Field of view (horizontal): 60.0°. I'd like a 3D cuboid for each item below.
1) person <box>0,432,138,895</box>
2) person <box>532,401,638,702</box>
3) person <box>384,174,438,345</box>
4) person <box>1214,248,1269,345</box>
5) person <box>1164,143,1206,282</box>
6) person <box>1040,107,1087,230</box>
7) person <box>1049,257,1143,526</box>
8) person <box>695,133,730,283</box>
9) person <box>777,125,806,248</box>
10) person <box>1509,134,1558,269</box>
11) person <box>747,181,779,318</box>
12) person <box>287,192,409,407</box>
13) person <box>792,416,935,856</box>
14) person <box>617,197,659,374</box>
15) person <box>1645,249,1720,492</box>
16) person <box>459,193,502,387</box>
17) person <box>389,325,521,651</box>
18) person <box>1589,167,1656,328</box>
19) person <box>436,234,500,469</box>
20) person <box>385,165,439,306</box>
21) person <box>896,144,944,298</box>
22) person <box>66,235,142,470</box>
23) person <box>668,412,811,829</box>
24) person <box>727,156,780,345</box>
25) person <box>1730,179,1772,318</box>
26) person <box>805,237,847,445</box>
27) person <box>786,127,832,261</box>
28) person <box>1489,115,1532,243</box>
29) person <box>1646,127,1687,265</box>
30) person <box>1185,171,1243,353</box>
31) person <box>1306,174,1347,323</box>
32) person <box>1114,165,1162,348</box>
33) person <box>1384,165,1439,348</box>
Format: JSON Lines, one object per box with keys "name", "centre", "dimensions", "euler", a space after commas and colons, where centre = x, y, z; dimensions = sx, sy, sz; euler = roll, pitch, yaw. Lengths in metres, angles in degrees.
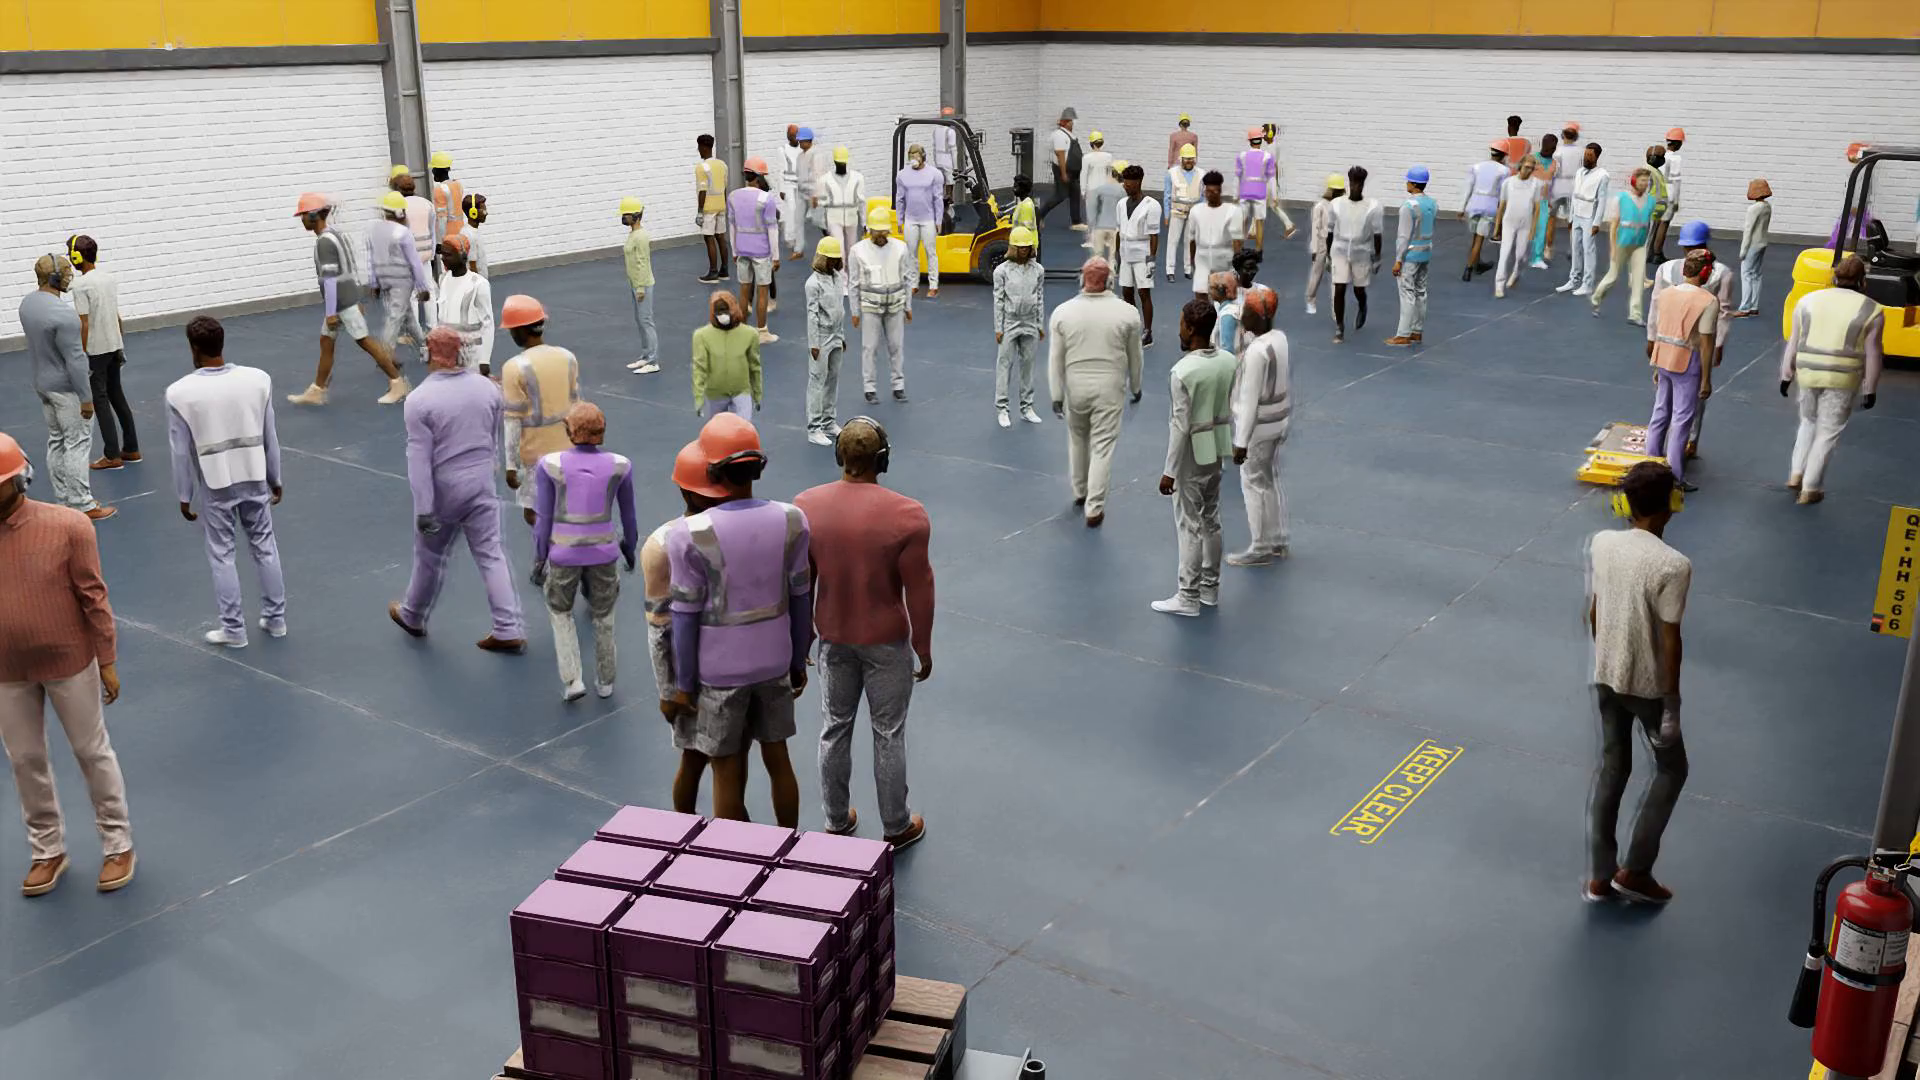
{"name": "person", "centre": [-3.763, 0.506, 6.772], "dimensions": [0.630, 1.980, 0.410], "euler": [-4, 18, -11]}
{"name": "person", "centre": [-1.941, 0.091, 8.635], "dimensions": [0.569, 1.625, 0.505], "euler": [-7, 19, -20]}
{"name": "person", "centre": [-5.993, -3.061, 18.155], "dimensions": [0.429, 1.844, 0.626], "euler": [11, 21, 31]}
{"name": "person", "centre": [2.306, -1.546, 13.648], "dimensions": [0.535, 1.697, 0.318], "euler": [-9, 20, -26]}
{"name": "person", "centre": [3.015, -4.373, 22.270], "dimensions": [0.591, 1.834, 0.404], "euler": [-4, 18, -11]}
{"name": "person", "centre": [1.687, -6.135, 27.446], "dimensions": [0.854, 2.000, 0.686], "euler": [8, 19, 24]}
{"name": "person", "centre": [0.988, -1.095, 11.960], "dimensions": [0.645, 1.866, 0.929], "euler": [4, 18, 12]}
{"name": "person", "centre": [-3.332, -4.431, 22.238], "dimensions": [0.367, 1.962, 0.613], "euler": [9, 20, 26]}
{"name": "person", "centre": [-2.548, -5.396, 25.437], "dimensions": [0.500, 1.861, 0.579], "euler": [16, 24, 41]}
{"name": "person", "centre": [8.189, -4.870, 23.778], "dimensions": [0.612, 1.863, 0.969], "euler": [-5, 18, -15]}
{"name": "person", "centre": [-2.397, -3.450, 19.680], "dimensions": [0.578, 1.634, 0.858], "euler": [6, 19, 18]}
{"name": "person", "centre": [-5.659, -2.179, 15.216], "dimensions": [1.100, 1.972, 0.684], "euler": [-6, 19, -17]}
{"name": "person", "centre": [-0.411, 0.420, 7.107], "dimensions": [0.638, 1.938, 0.356], "euler": [5, 18, 15]}
{"name": "person", "centre": [-3.243, -2.560, 16.725], "dimensions": [0.329, 1.760, 0.520], "euler": [-7, 19, -21]}
{"name": "person", "centre": [5.439, -1.273, 12.573], "dimensions": [0.394, 1.836, 0.559], "euler": [-6, 19, -18]}
{"name": "person", "centre": [-4.656, -2.401, 16.069], "dimensions": [0.321, 1.859, 0.514], "euler": [-5, 18, -16]}
{"name": "person", "centre": [-2.902, -0.289, 9.469], "dimensions": [0.989, 1.850, 0.660], "euler": [14, 22, 36]}
{"name": "person", "centre": [7.751, -3.430, 19.354], "dimensions": [0.571, 1.813, 0.858], "euler": [-4, 18, -11]}
{"name": "person", "centre": [-3.885, -1.459, 13.074], "dimensions": [0.573, 1.883, 0.353], "euler": [12, 22, 34]}
{"name": "person", "centre": [-6.830, -3.782, 20.639], "dimensions": [0.493, 1.703, 0.877], "euler": [13, 22, 36]}
{"name": "person", "centre": [-0.514, -4.043, 21.094], "dimensions": [0.635, 1.929, 0.376], "euler": [5, 18, 16]}
{"name": "person", "centre": [-6.830, -1.487, 13.212], "dimensions": [0.329, 1.856, 0.532], "euler": [2, 18, 6]}
{"name": "person", "centre": [-0.892, 0.487, 6.763], "dimensions": [0.602, 2.034, 0.433], "euler": [-12, 21, -33]}
{"name": "person", "centre": [-2.220, -3.146, 18.119], "dimensions": [0.611, 2.032, 0.411], "euler": [10, 20, 27]}
{"name": "person", "centre": [9.410, -3.455, 19.740], "dimensions": [0.505, 1.627, 0.277], "euler": [-15, 23, -39]}
{"name": "person", "centre": [-1.103, -1.680, 13.997], "dimensions": [0.320, 1.739, 0.492], "euler": [9, 20, 26]}
{"name": "person", "centre": [-2.144, -5.056, 24.276], "dimensions": [0.833, 1.919, 0.611], "euler": [-16, 24, -41]}
{"name": "person", "centre": [8.587, -5.629, 25.983], "dimensions": [0.610, 1.964, 0.365], "euler": [-4, 18, -12]}
{"name": "person", "centre": [10.126, -4.921, 23.822], "dimensions": [0.371, 1.935, 0.553], "euler": [-4, 18, -12]}
{"name": "person", "centre": [2.682, -2.932, 17.635], "dimensions": [0.619, 1.912, 1.027], "euler": [7, 19, 21]}
{"name": "person", "centre": [4.366, -3.468, 19.675], "dimensions": [0.496, 1.705, 0.915], "euler": [-2, 18, -7]}
{"name": "person", "centre": [1.893, -3.065, 17.996], "dimensions": [0.388, 1.951, 0.615], "euler": [-15, 23, -39]}
{"name": "person", "centre": [4.896, -3.064, 17.985], "dimensions": [0.384, 1.951, 0.605], "euler": [17, 24, 42]}
